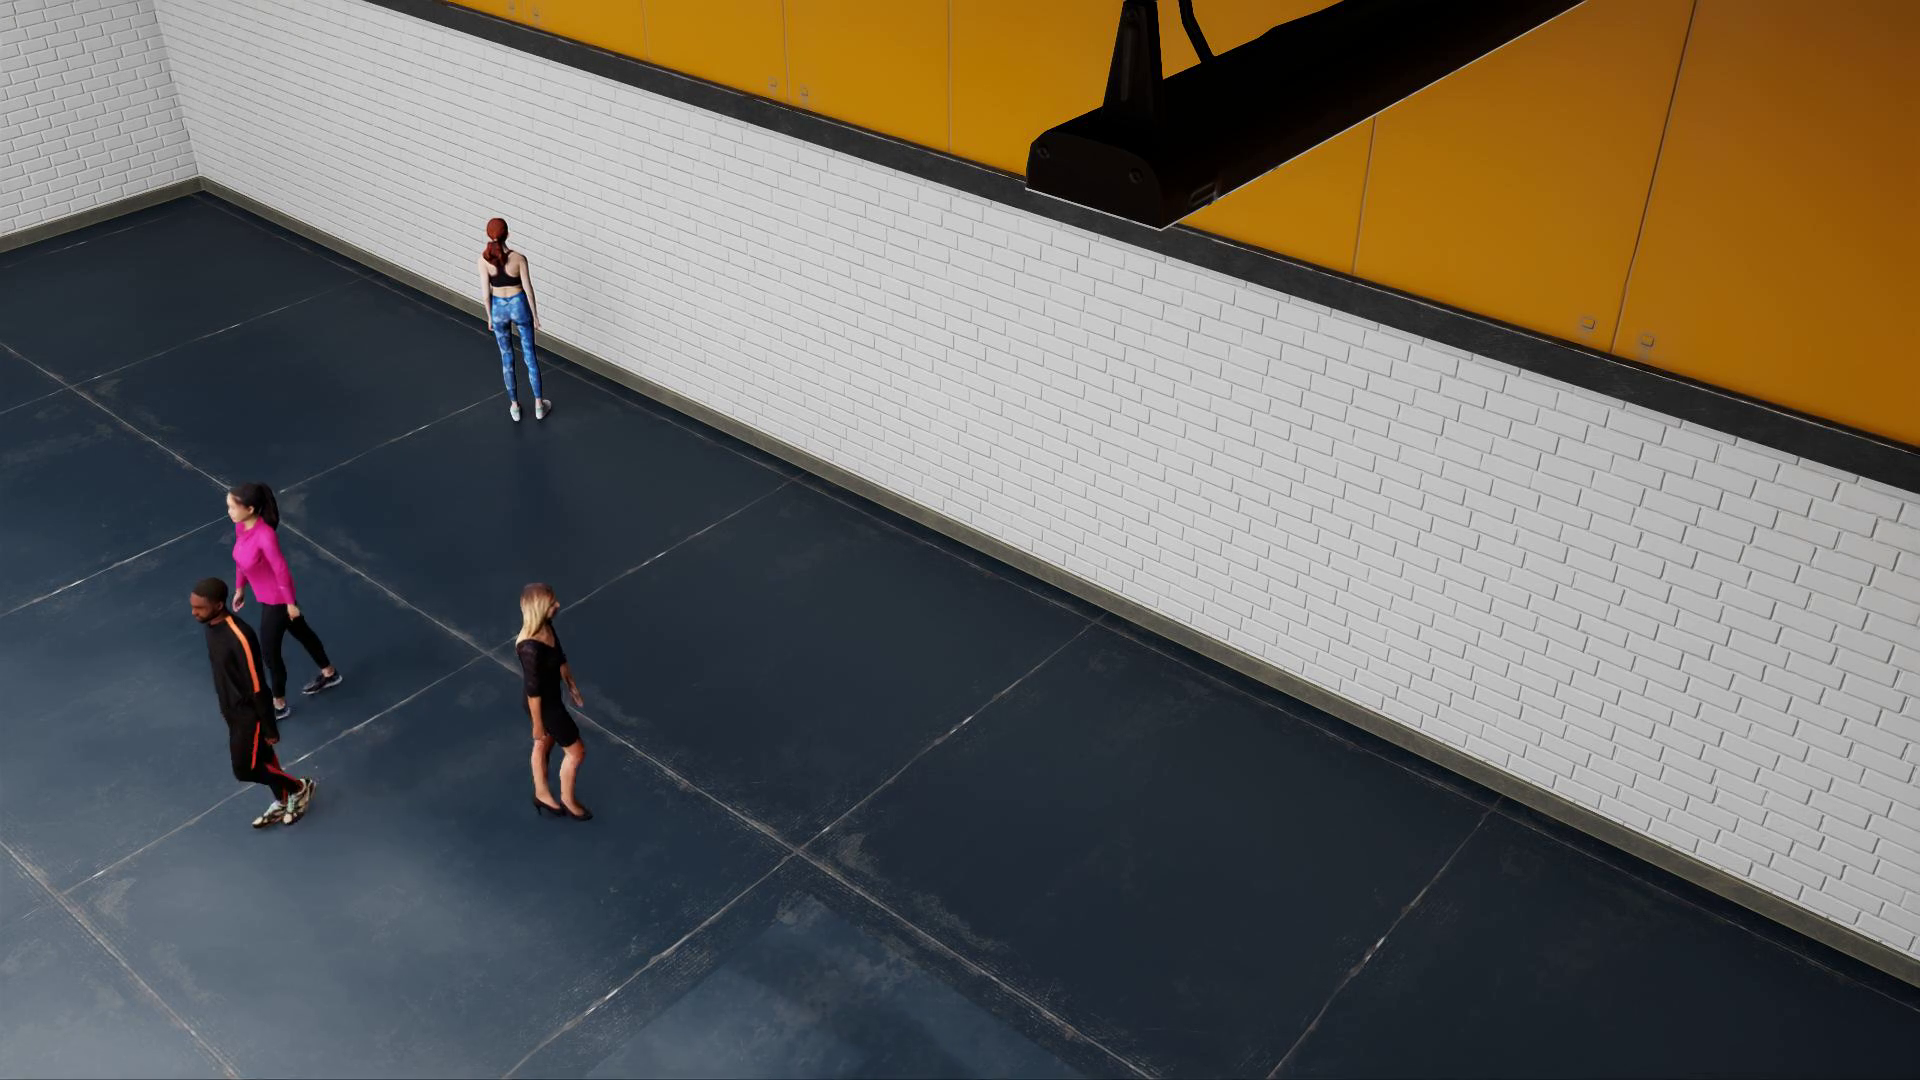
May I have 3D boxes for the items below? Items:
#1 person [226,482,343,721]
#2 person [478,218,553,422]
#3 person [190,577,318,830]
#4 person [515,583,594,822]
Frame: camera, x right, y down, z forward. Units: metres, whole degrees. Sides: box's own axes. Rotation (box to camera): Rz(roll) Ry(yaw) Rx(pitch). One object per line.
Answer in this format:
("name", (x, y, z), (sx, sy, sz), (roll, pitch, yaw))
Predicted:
("person", (-4.289, 0.332, 10.652), (0.926, 1.674, 0.678), (-24, 41, -32))
("person", (-3.720, -1.832, 13.809), (0.668, 1.784, 0.735), (-5, 34, -7))
("person", (-4.037, 0.931, 9.631), (0.678, 1.797, 0.670), (-29, 43, -36))
("person", (-2.499, 0.964, 9.705), (0.758, 1.660, 0.699), (-3, 34, -4))
